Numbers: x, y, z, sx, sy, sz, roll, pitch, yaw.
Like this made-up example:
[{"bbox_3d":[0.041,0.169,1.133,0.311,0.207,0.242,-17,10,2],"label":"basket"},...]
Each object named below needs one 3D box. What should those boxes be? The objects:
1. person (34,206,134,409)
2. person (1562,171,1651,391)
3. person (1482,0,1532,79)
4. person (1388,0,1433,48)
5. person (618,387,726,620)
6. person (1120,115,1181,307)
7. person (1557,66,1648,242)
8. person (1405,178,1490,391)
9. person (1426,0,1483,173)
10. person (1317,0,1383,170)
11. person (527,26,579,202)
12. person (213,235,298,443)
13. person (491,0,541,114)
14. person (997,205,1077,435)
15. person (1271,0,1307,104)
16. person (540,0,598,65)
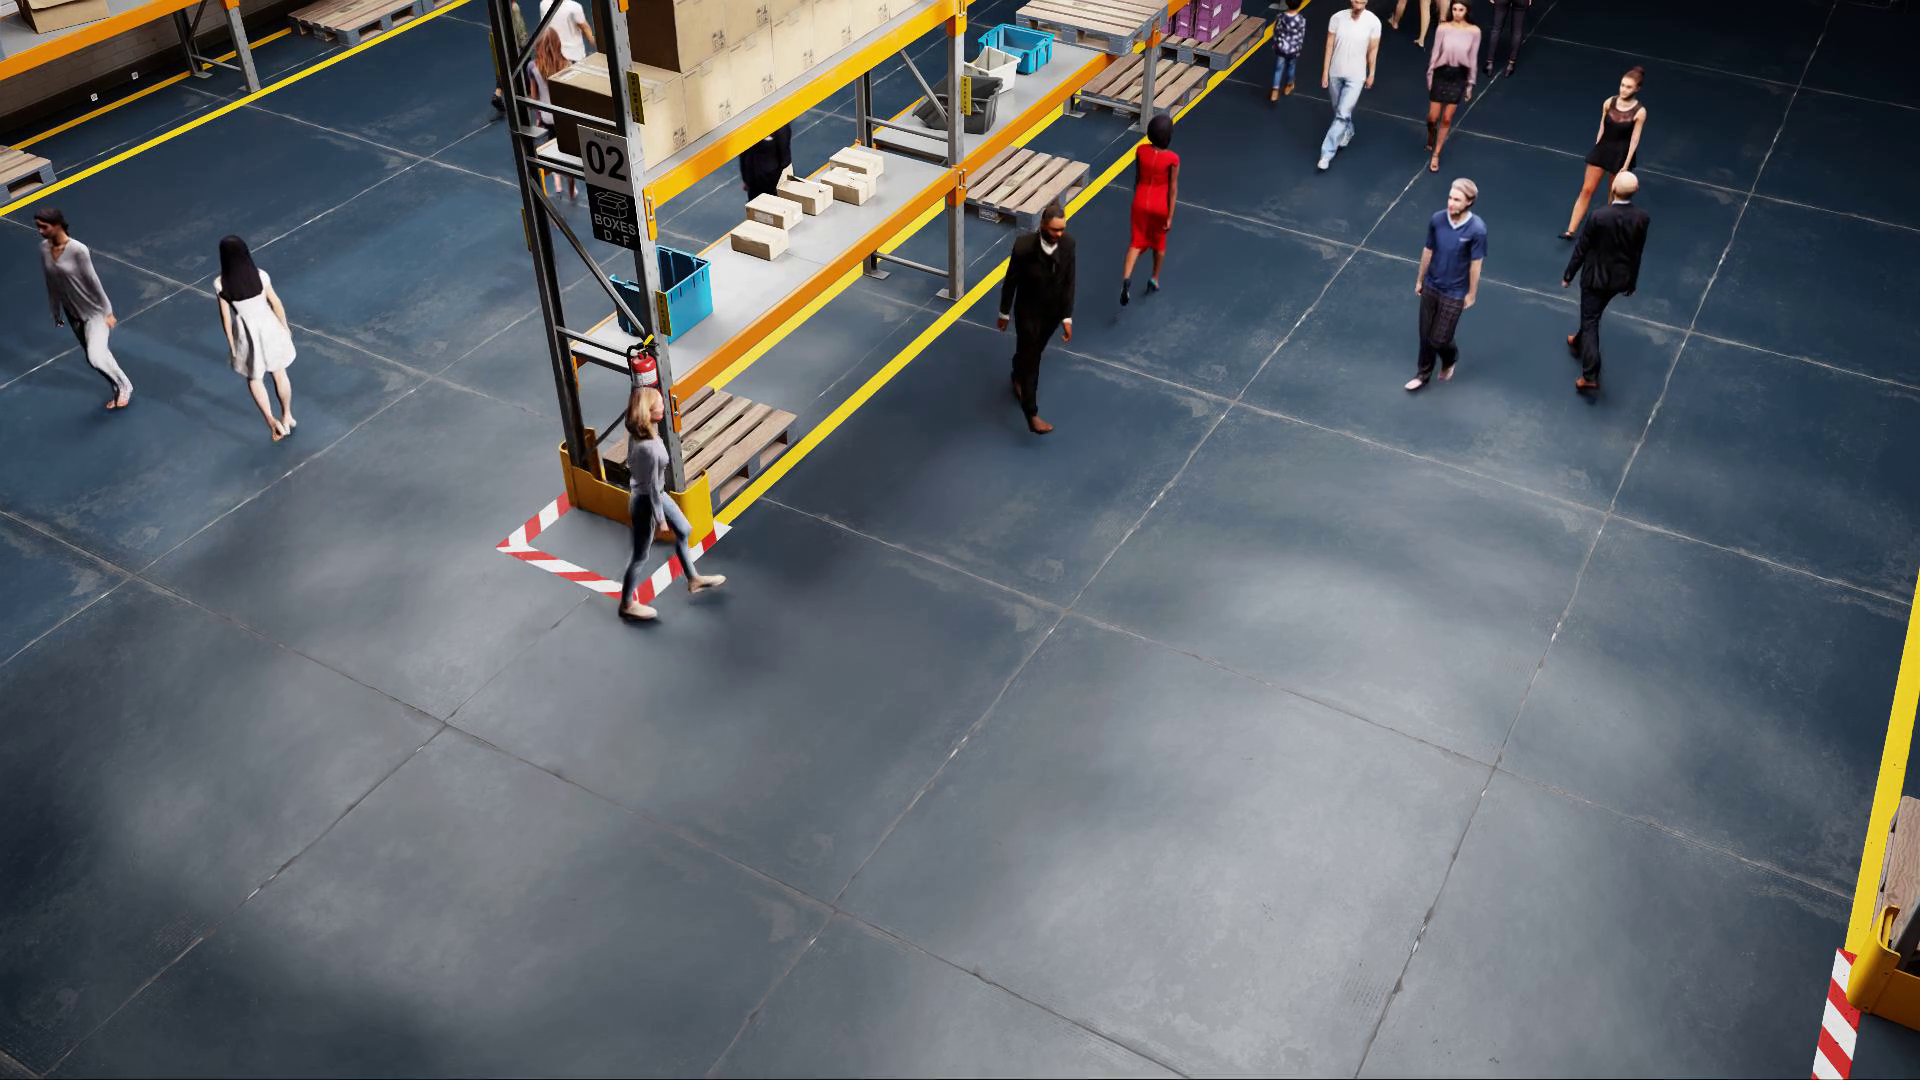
[{"bbox_3d":[-6.827,-1.847,13.097,0.680,1.760,0.689,10,40,12],"label":"person"},{"bbox_3d":[5.182,-2.041,13.333,1.088,1.768,1.290,-1,39,-2],"label":"person"},{"bbox_3d":[6.061,-5.946,18.238,0.680,1.749,0.653,8,39,10],"label":"person"},{"bbox_3d":[5.291,-6.400,18.995,0.930,1.513,1.095,-4,39,-5],"label":"person"},{"bbox_3d":[-2.148,-0.224,11.070,1.079,1.754,1.031,-6,39,-7],"label":"person"},{"bbox_3d":[1.608,-2.795,14.314,0.627,1.722,0.997,16,41,19],"label":"person"},{"bbox_3d":[6.070,-3.557,15.333,1.092,1.641,0.761,-32,48,-33],"label":"person"},{"bbox_3d":[3.911,-2.025,13.245,0.761,1.854,0.808,32,48,33],"label":"person"},{"bbox_3d":[4.823,-4.528,16.422,0.744,1.800,0.807,7,39,8],"label":"person"},{"bbox_3d":[3.896,-4.688,16.614,0.737,1.810,1.187,23,44,26],"label":"person"},{"bbox_3d":[-3.825,-4.009,15.838,0.724,1.717,0.767,-3,39,-3],"label":"person"},{"bbox_3d":[-5.306,-1.478,12.632,0.905,1.764,0.950,-14,41,-17],"label":"person"},{"bbox_3d":[-4.767,-5.201,17.540,0.585,1.455,0.869,21,43,24],"label":"person"},{"bbox_3d":[0.592,-1.815,12.995,1.294,1.837,1.288,-10,40,-12],"label":"person"},{"bbox_3d":[3.491,-5.278,17.820,0.559,1.228,0.858,15,41,18],"label":"person"},{"bbox_3d":[-4.060,-4.950,17.053,0.629,1.671,1.065,20,43,24],"label":"person"}]
